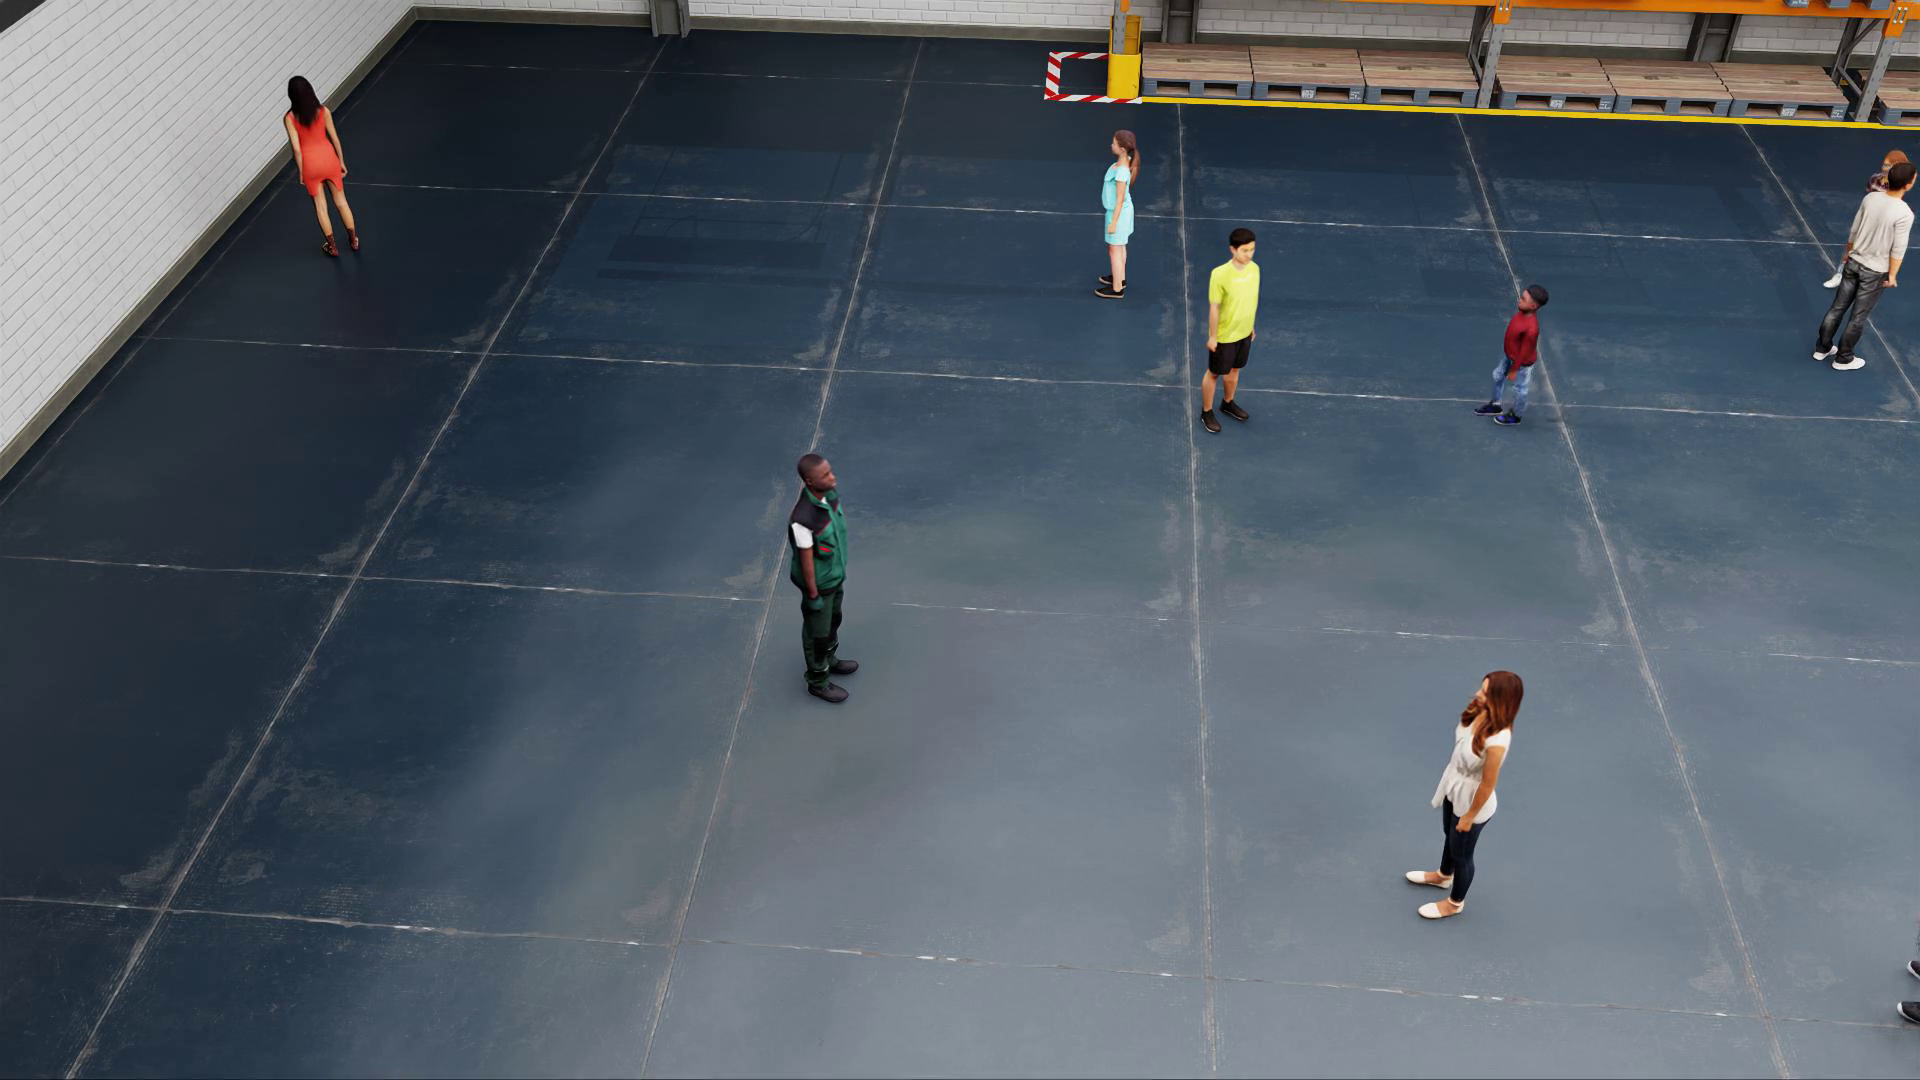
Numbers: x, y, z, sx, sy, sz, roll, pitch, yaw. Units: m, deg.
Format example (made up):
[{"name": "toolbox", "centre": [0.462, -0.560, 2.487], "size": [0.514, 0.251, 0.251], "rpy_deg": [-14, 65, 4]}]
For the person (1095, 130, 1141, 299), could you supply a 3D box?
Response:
[{"name": "person", "centre": [1.391, -2.869, 14.594], "size": [0.582, 1.558, 0.583], "rpy_deg": [9, 40, 12]}]

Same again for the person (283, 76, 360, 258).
[{"name": "person", "centre": [-5.825, -3.397, 15.126], "size": [0.646, 1.719, 0.725], "rpy_deg": [-23, 44, -26]}]

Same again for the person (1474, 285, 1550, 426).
[{"name": "person", "centre": [4.458, -1.442, 13.057], "size": [0.569, 1.246, 0.517], "rpy_deg": [2, 39, 2]}]

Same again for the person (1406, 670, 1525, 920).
[{"name": "person", "centre": [2.791, 1.387, 9.083], "size": [0.539, 1.785, 0.591], "rpy_deg": [0, 39, 0]}]

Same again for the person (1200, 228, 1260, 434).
[{"name": "person", "centre": [2.104, -1.658, 12.957], "size": [0.682, 1.709, 0.760], "rpy_deg": [-24, 44, -27]}]

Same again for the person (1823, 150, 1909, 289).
[{"name": "person", "centre": [8.173, -2.854, 14.789], "size": [0.964, 1.292, 0.843], "rpy_deg": [-22, 43, -25]}]

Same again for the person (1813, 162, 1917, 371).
[{"name": "person", "centre": [7.423, -2.243, 13.607], "size": [0.731, 1.811, 0.739], "rpy_deg": [-15, 41, -18]}]

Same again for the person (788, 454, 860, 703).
[{"name": "person", "centre": [-0.887, 0.217, 10.504], "size": [0.631, 1.839, 0.705], "rpy_deg": [7, 39, 9]}]
